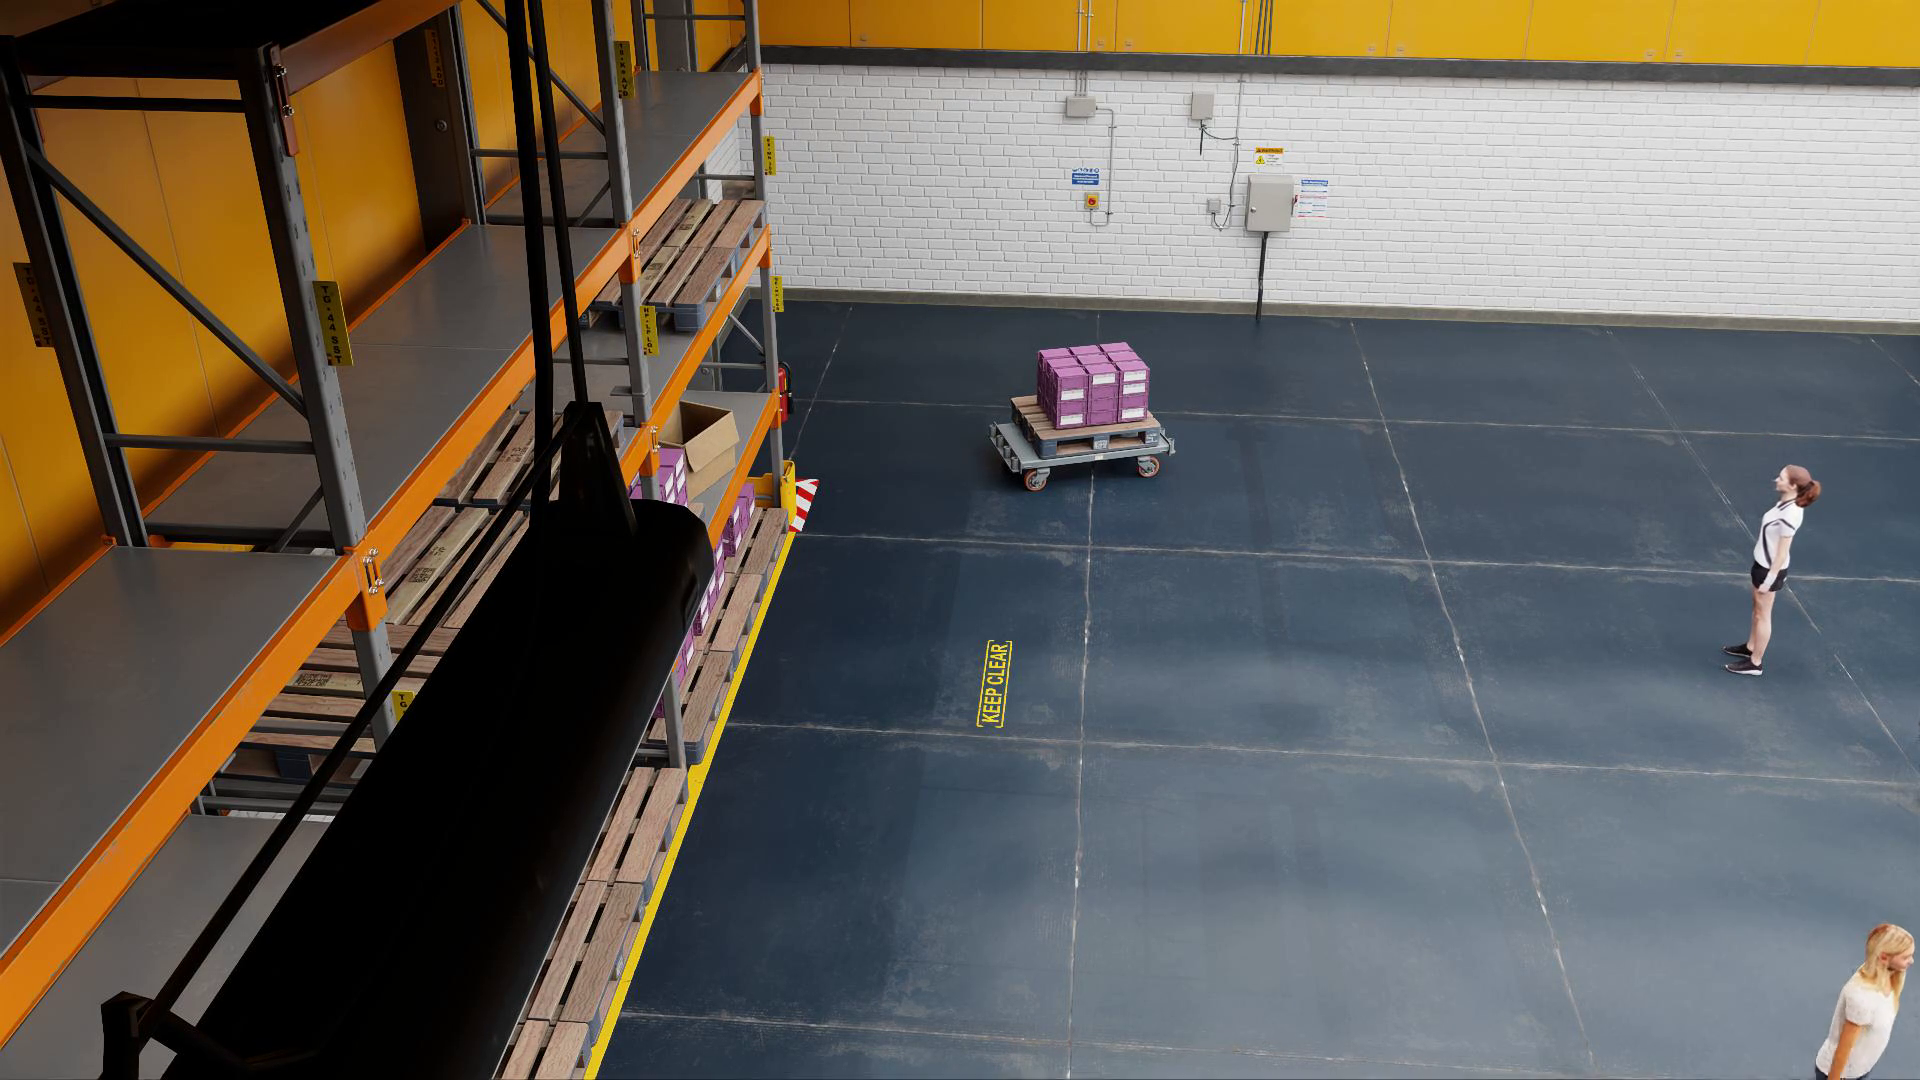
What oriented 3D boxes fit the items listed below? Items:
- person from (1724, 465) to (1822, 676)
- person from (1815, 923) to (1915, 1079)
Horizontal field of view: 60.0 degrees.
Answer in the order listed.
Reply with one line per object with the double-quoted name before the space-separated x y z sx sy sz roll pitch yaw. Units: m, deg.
"person" 6.242 0.219 12.800 0.681 1.752 0.573 10 30 17
"person" 4.343 2.618 8.351 0.901 1.801 0.854 25 37 37
